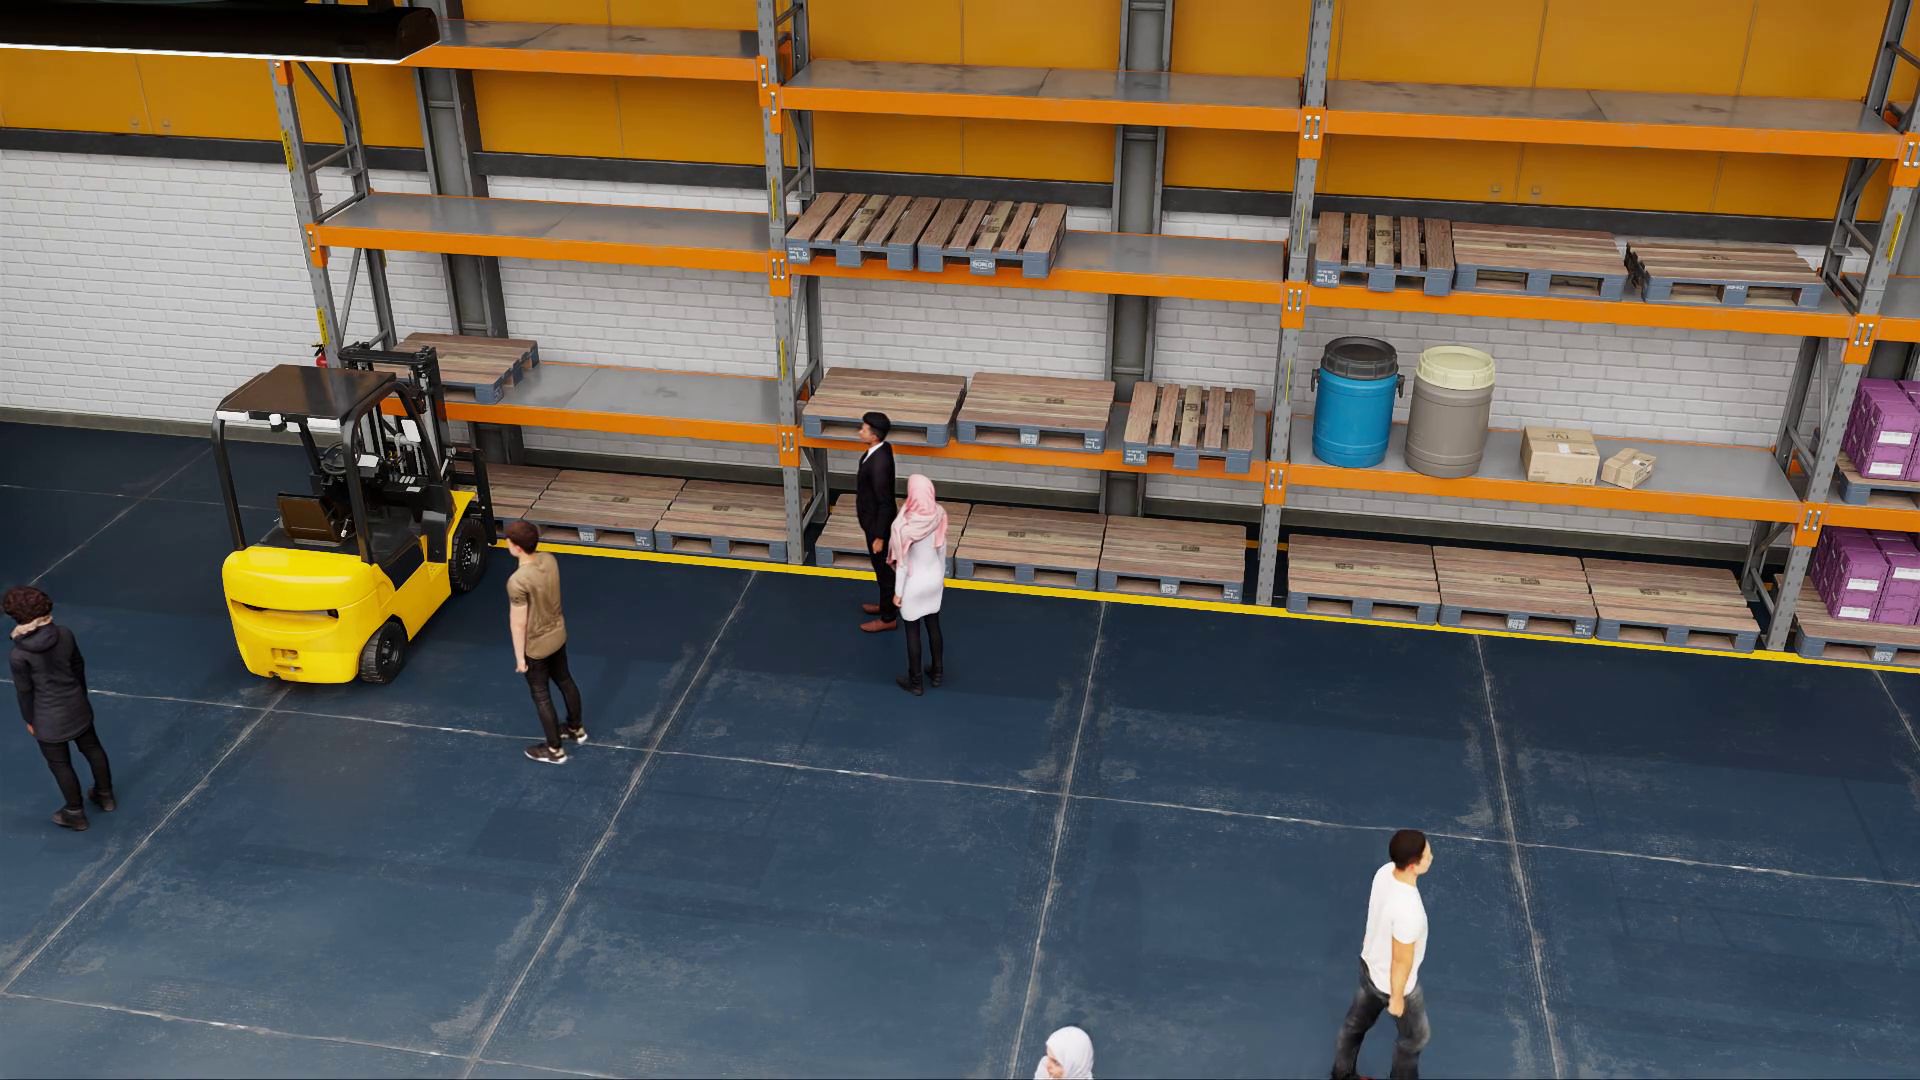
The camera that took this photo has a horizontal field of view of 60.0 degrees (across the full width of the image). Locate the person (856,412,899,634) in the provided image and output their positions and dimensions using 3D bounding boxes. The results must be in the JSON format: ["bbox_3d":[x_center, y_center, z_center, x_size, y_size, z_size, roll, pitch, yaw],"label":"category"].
[{"bbox_3d":[-0.615,-0.154,13.080,0.608,1.883,0.729,0,29,0],"label":"person"}]

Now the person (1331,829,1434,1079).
[{"bbox_3d":[2.167,2.267,8.737,0.929,1.793,0.805,-3,29,-6],"label":"person"}]

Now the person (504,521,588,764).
[{"bbox_3d":[-2.900,0.692,11.569,0.619,1.847,0.694,10,30,18],"label":"person"}]

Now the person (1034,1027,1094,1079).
[{"bbox_3d":[0.485,2.904,7.588,0.740,1.775,0.696,-16,32,-27],"label":"person"}]

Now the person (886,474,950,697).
[{"bbox_3d":[-0.290,0.324,12.287,0.738,1.804,0.797,-19,34,-30],"label":"person"}]

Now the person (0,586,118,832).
[{"bbox_3d":[-5.903,1.099,10.900,0.666,1.773,0.678,14,31,23],"label":"person"}]
